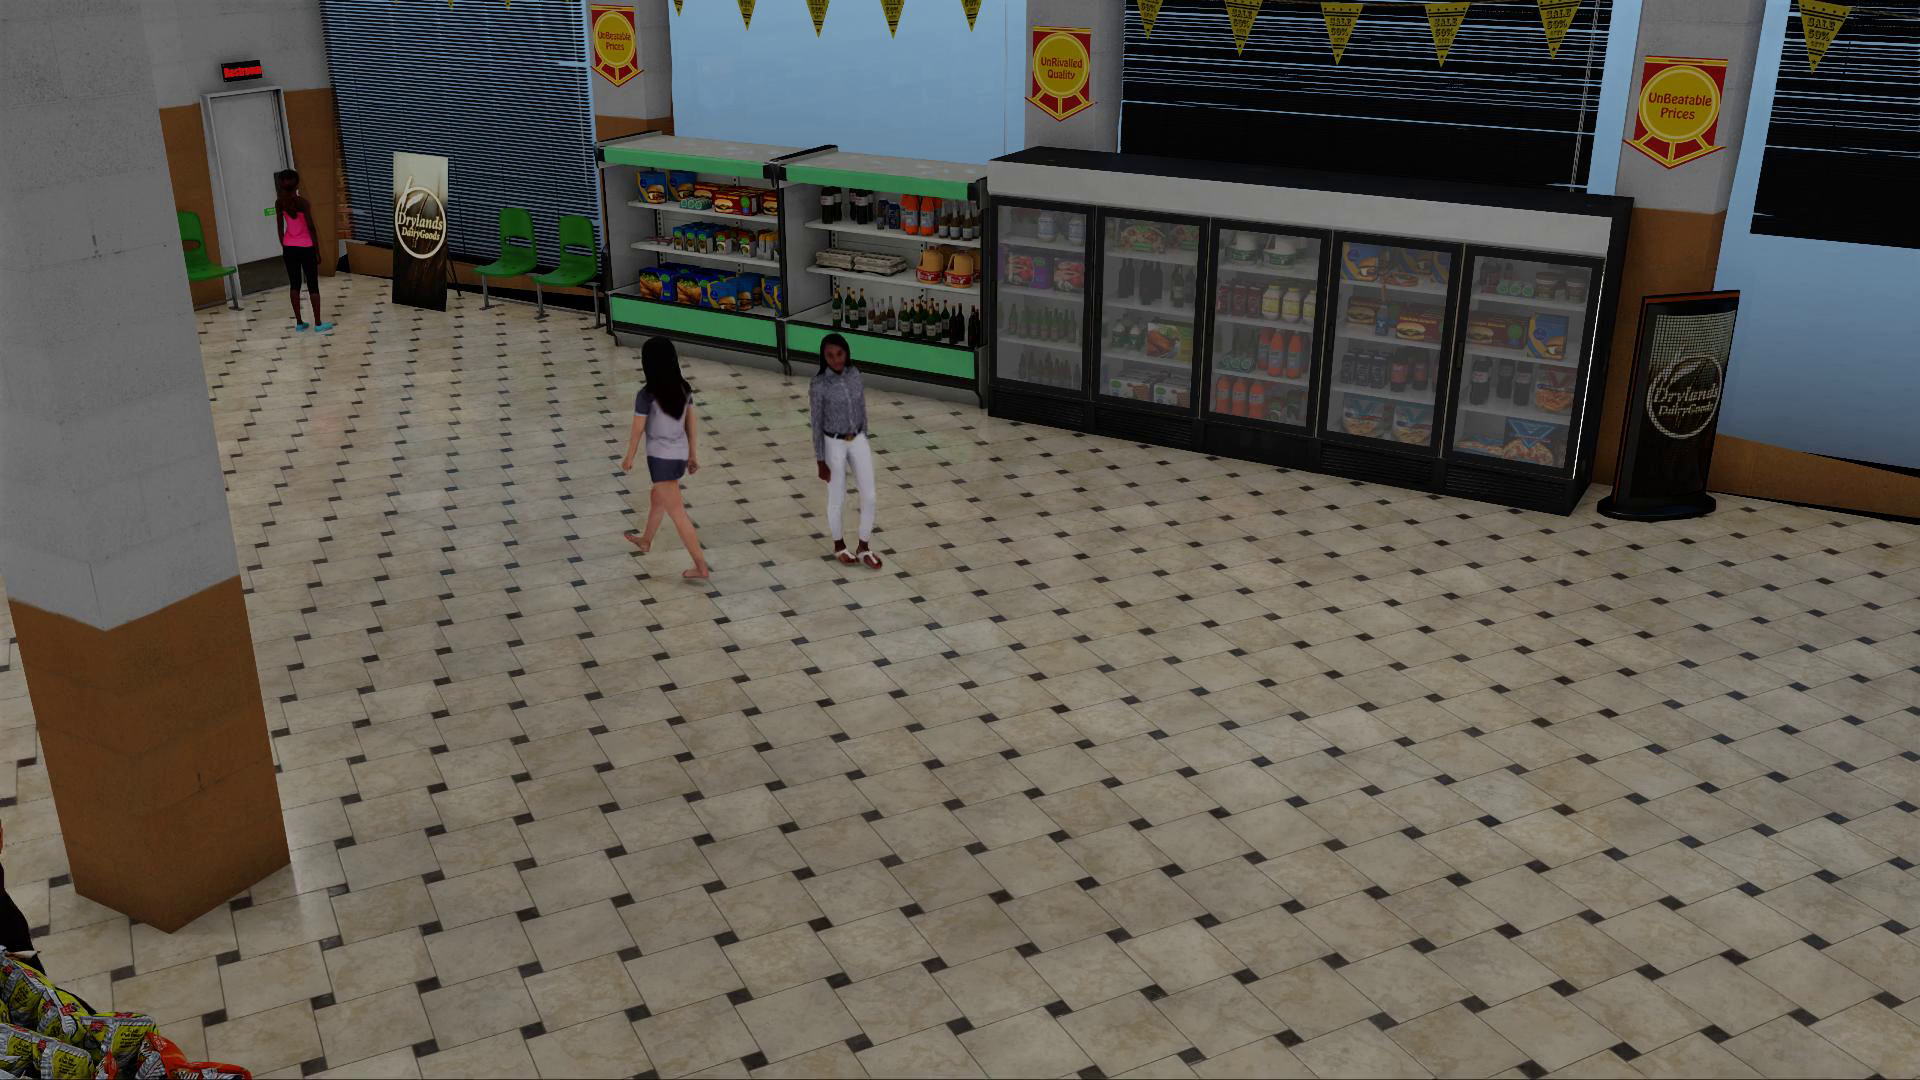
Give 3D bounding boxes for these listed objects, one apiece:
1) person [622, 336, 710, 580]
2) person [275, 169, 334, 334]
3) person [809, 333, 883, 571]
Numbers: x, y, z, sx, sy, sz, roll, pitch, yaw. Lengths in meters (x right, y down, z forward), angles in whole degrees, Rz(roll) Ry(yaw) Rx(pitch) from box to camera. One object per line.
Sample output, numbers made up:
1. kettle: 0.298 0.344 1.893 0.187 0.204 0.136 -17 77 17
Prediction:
1. person: -1.946 -0.516 11.371 1.127 1.659 0.657 14 26 31
2. person: -7.005 -3.064 17.626 0.599 1.723 0.705 3 22 7
3. person: -0.869 -0.629 11.592 0.778 1.703 0.839 -14 26 -31
